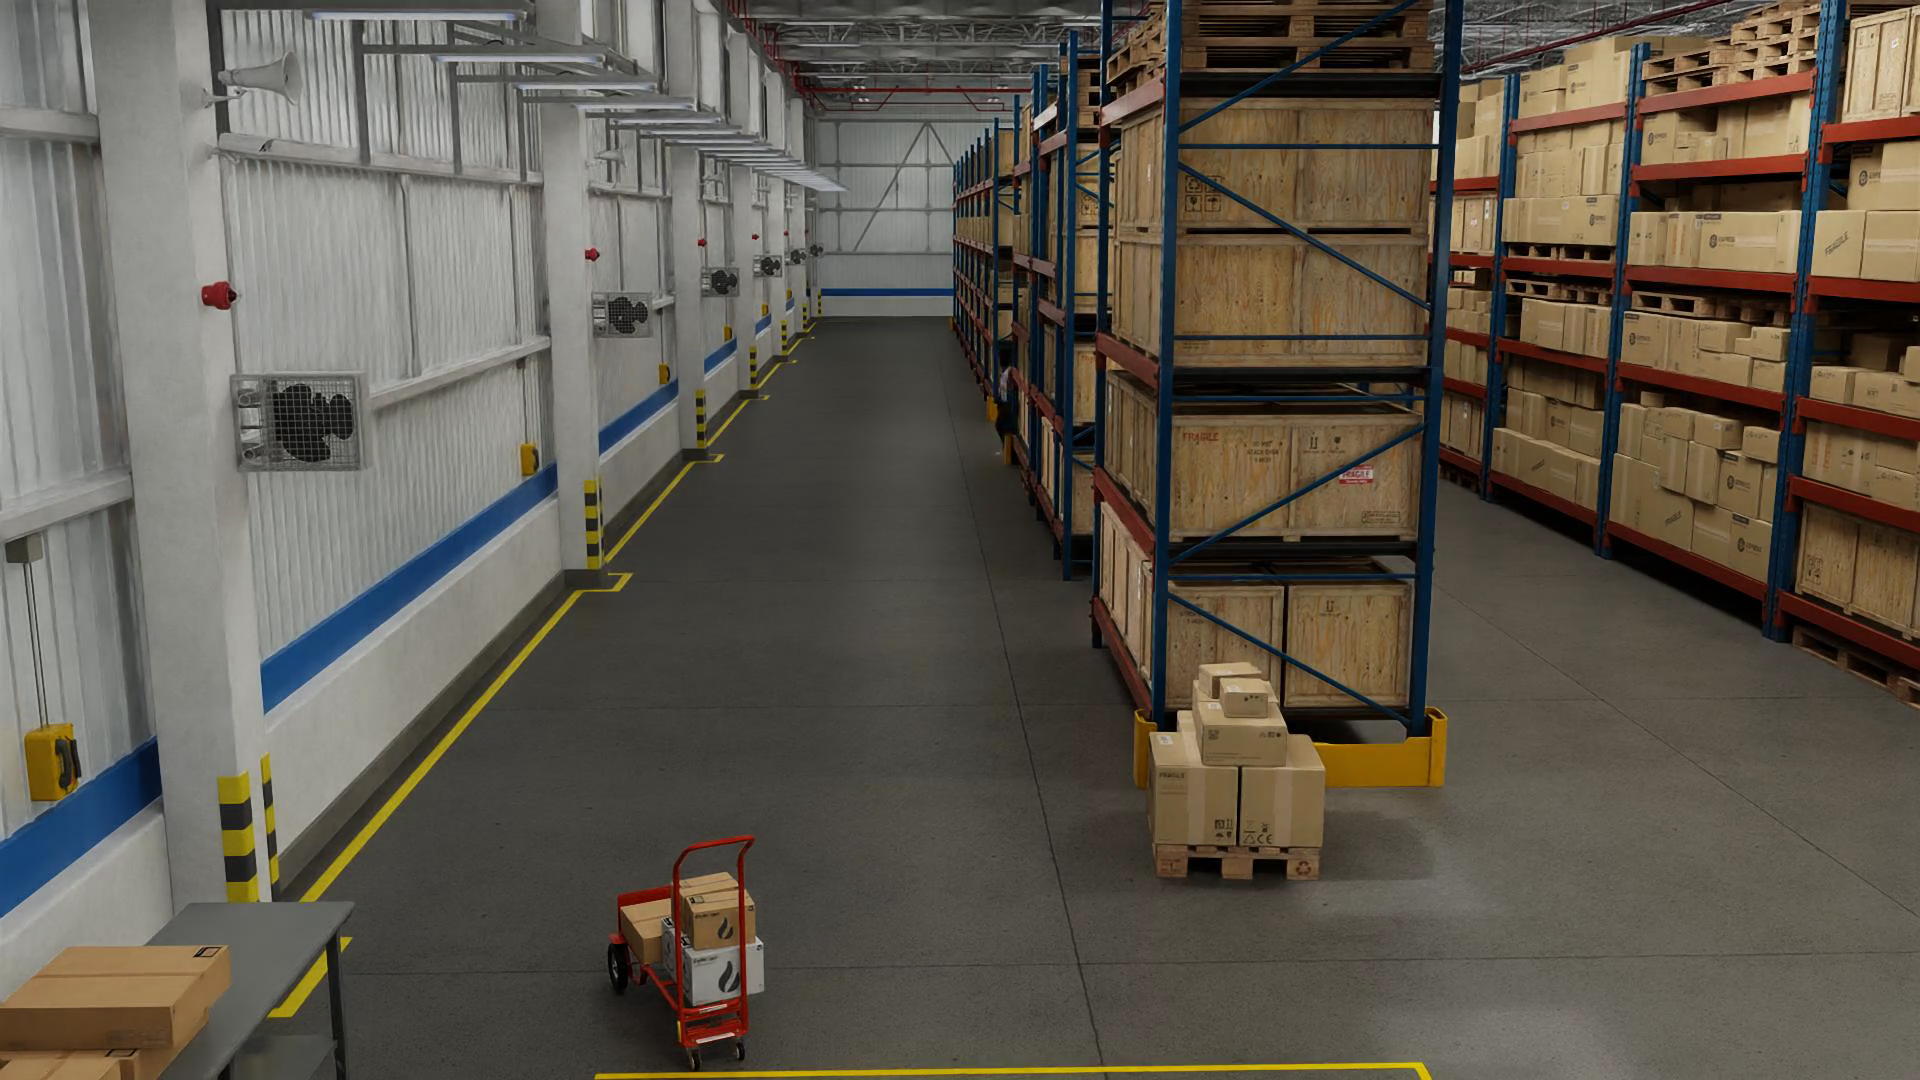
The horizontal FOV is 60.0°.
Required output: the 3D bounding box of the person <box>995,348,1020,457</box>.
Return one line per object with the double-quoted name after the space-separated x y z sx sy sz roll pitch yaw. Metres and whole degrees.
0.771 -2.353 28.645 0.561 1.899 0.608 -1 11 -3 "person"
